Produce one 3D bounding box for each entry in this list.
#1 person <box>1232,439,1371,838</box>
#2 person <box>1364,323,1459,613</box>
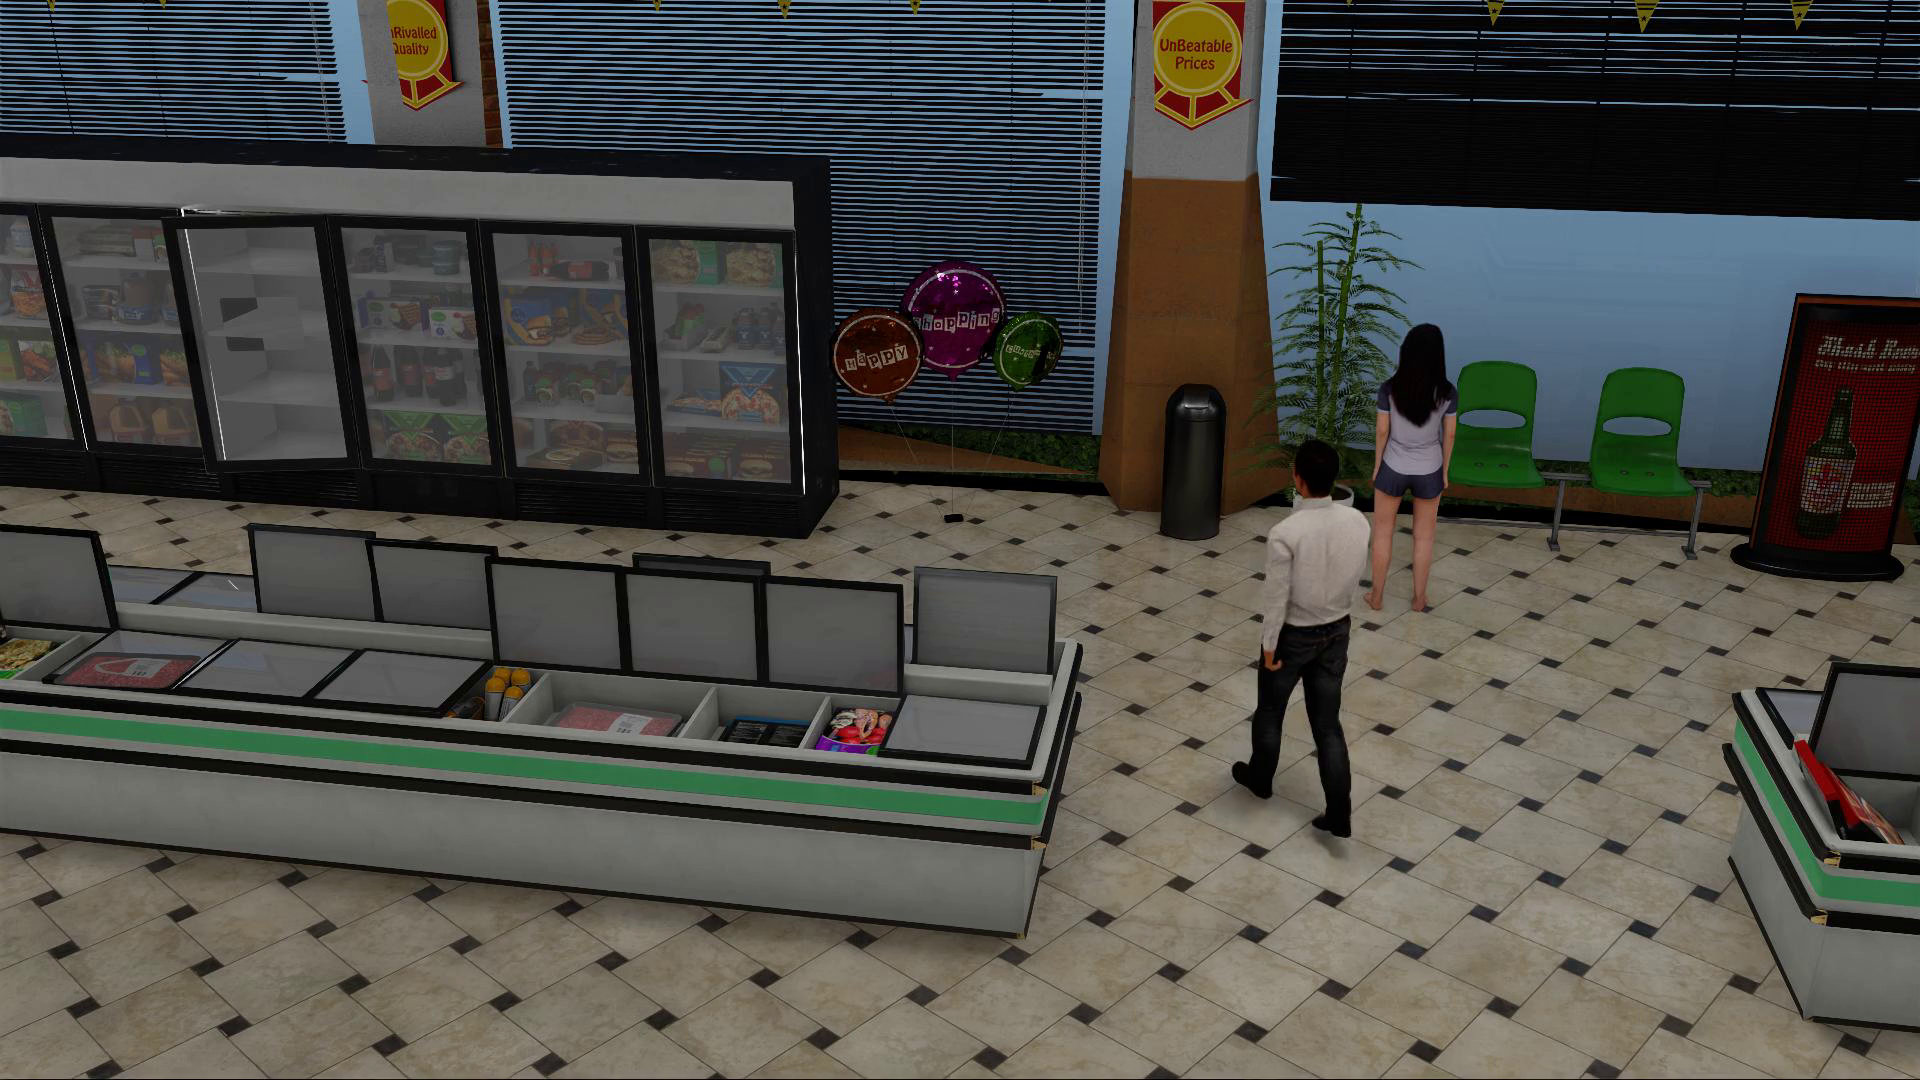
[{"bbox_3d":[1.565,0.462,7.207,1.084,1.780,1.008,-6,23,-15],"label":"person"},{"bbox_3d":[2.559,-0.407,9.467,0.460,1.707,0.648,3,22,8],"label":"person"}]
